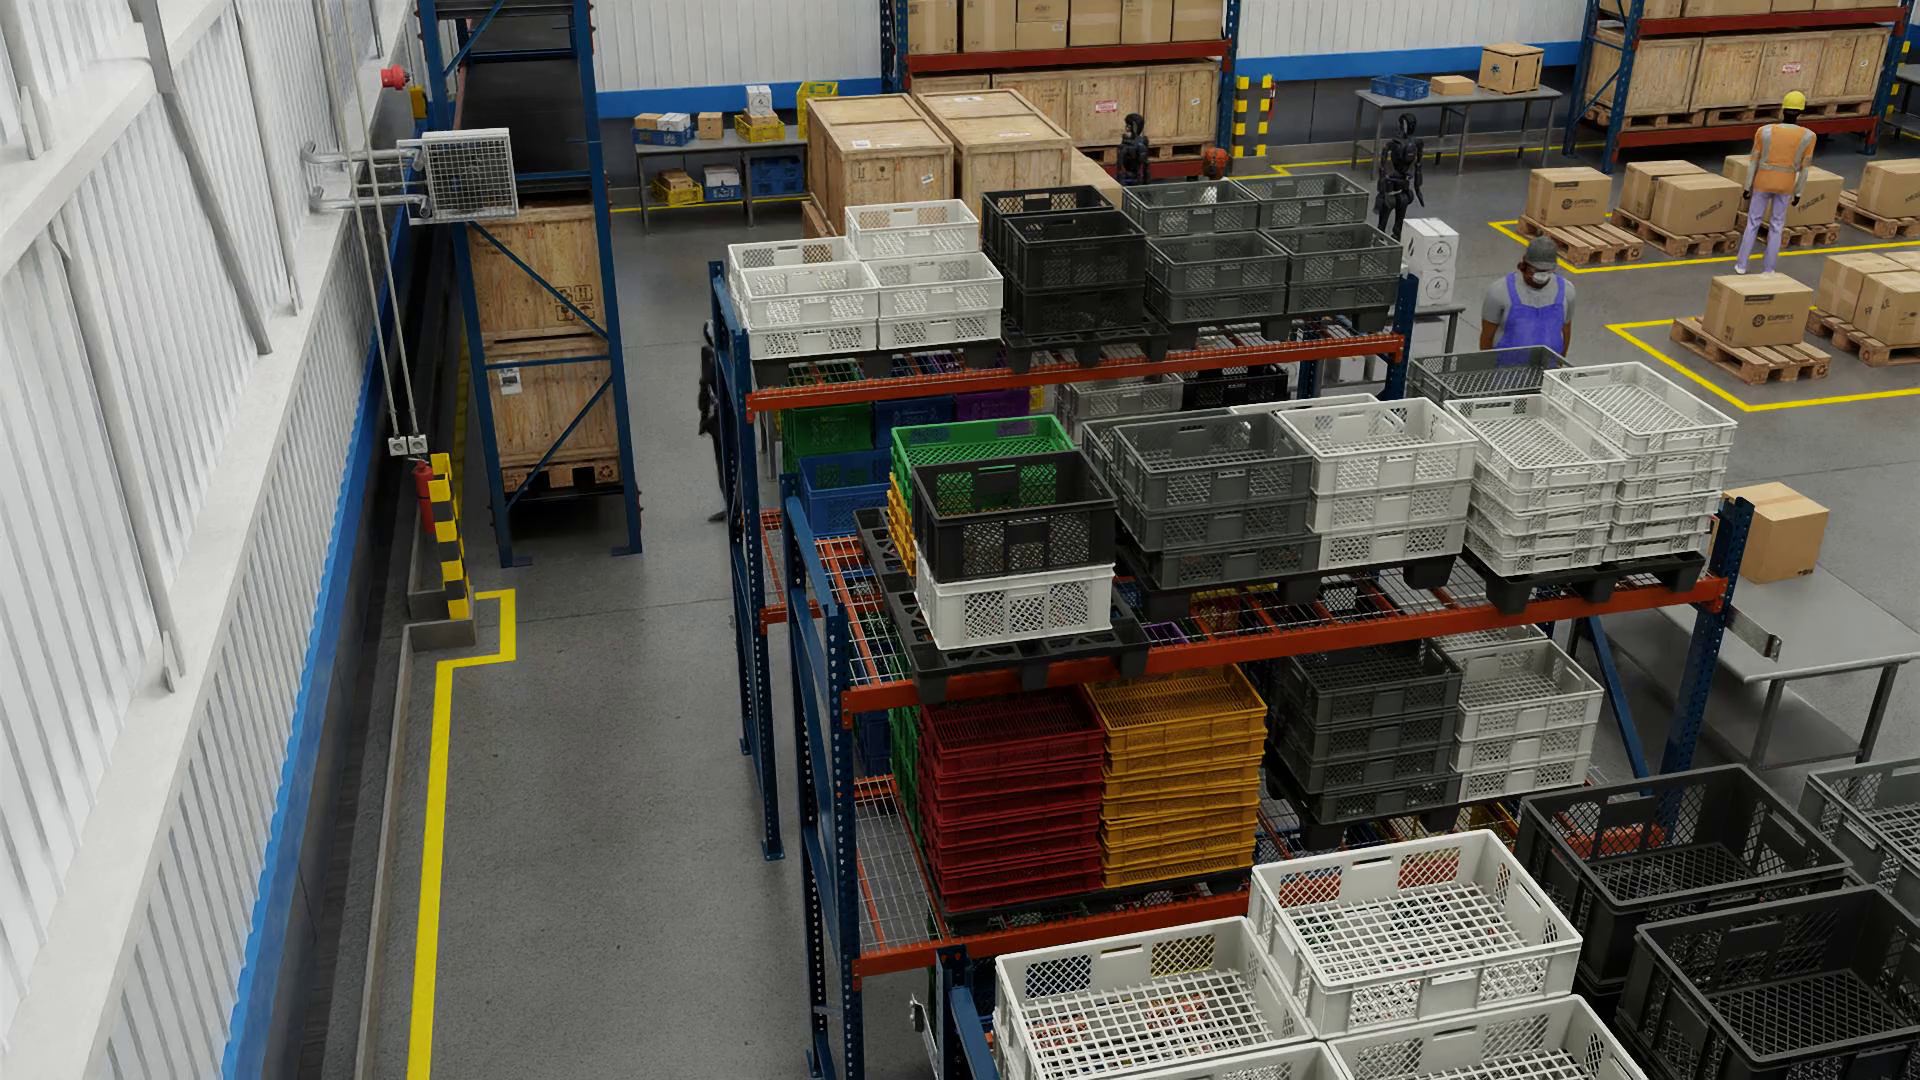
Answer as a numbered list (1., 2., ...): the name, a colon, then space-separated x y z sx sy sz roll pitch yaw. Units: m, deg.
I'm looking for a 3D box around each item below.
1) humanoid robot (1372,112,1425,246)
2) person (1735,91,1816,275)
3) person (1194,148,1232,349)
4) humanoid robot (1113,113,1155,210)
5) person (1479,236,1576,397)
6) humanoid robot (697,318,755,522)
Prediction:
1. humanoid robot: 4.596 -3.648 17.441 0.600 1.657 0.331 -13 30 -23
2. person: 8.456 -3.682 17.270 0.579 1.919 0.397 9 29 17
3. person: 2.322 -2.709 15.457 0.356 1.882 0.573 9 29 17
4. humanoid robot: 1.798 -3.655 17.469 0.365 1.649 0.571 22 35 35
5. person: 4.306 -1.348 12.707 0.681 2.000 0.535 1 28 1
6. humanoid robot: -1.668 -0.854 12.185 0.390 1.681 0.625 -24 36 -37
